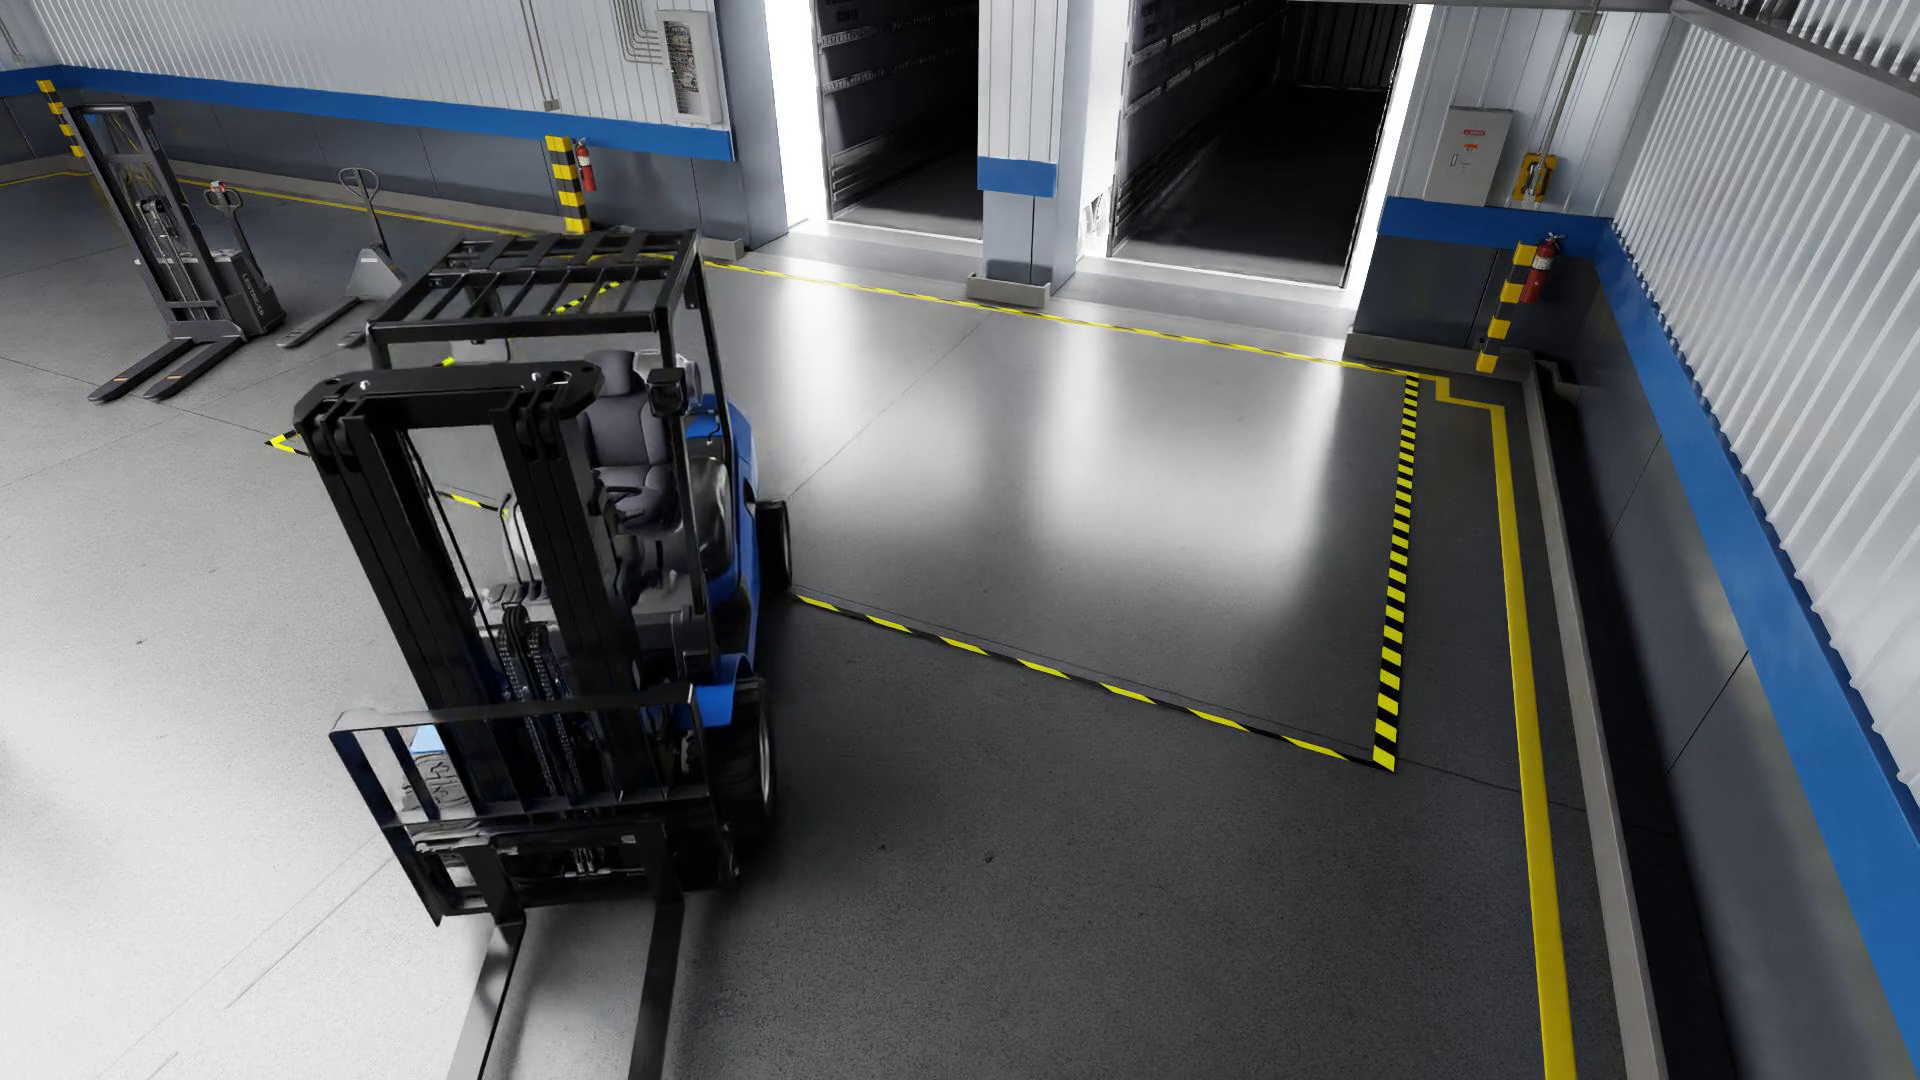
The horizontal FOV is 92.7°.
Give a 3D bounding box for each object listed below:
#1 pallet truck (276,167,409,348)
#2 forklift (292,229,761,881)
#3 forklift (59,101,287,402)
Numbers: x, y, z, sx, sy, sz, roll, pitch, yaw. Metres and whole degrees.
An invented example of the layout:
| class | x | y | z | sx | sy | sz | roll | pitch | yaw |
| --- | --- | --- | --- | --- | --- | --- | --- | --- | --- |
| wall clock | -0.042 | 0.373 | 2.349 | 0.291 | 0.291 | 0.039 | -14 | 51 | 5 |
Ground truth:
| class | x | y | z | sx | sy | sz | roll | pitch | yaw |
| --- | --- | --- | --- | --- | --- | --- | --- | --- | --- |
| pallet truck | -5.732 | -2.611 | 8.414 | 0.680 | 1.201 | 1.601 | -1 | 35 | -1 |
| forklift | -1.559 | -0.180 | 3.968 | 1.157 | 2.036 | 2.680 | -4 | 35 | -6 |
| forklift | -6.686 | -2.387 | 7.434 | 0.823 | 1.965 | 1.885 | -3 | 35 | -5 |
